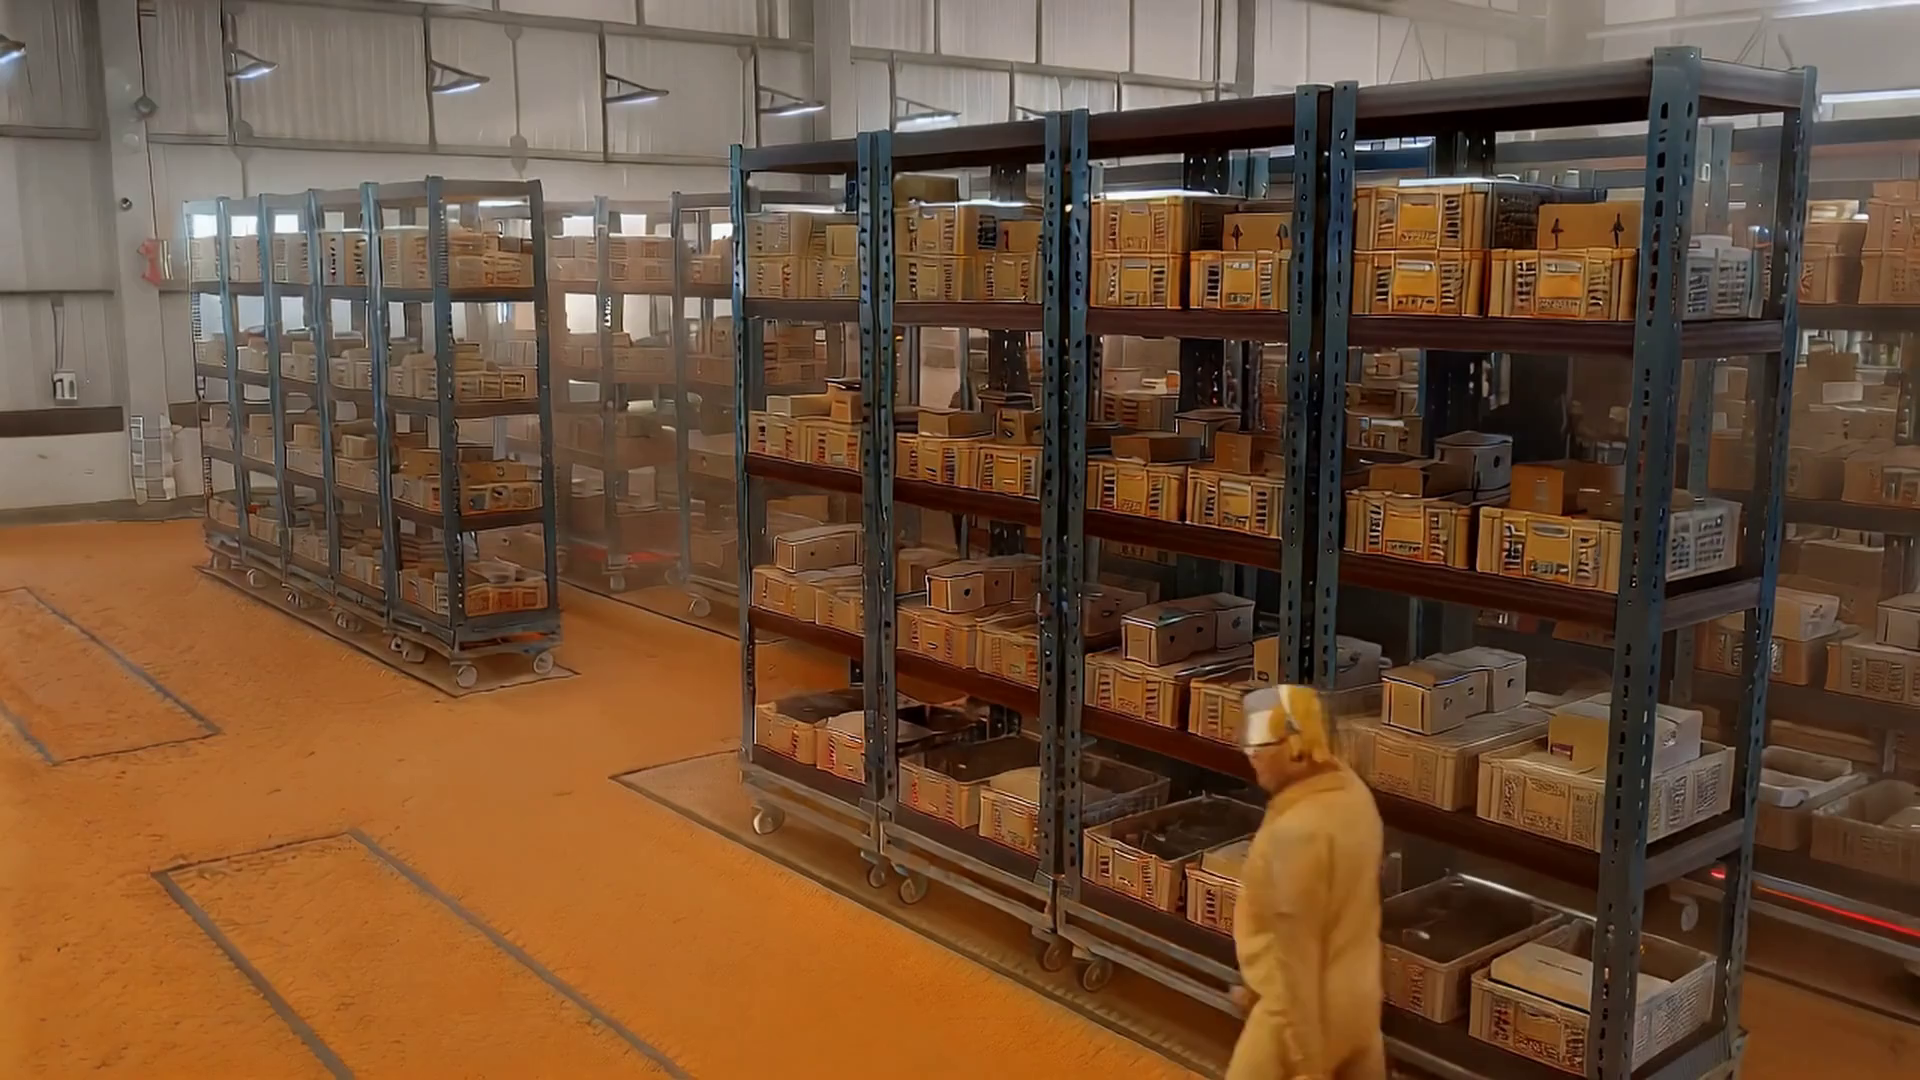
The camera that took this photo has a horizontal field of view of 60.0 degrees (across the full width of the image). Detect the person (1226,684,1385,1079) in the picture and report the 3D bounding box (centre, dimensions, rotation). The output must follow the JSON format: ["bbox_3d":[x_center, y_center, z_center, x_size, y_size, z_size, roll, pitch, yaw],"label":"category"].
[{"bbox_3d":[0.891,1.311,4.746,0.964,1.855,0.637,6,11,34],"label":"person"}]

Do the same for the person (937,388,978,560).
[{"bbox_3d":[0.012,-0.315,14.204,0.545,1.978,0.660,-5,11,-27],"label":"person"}]
